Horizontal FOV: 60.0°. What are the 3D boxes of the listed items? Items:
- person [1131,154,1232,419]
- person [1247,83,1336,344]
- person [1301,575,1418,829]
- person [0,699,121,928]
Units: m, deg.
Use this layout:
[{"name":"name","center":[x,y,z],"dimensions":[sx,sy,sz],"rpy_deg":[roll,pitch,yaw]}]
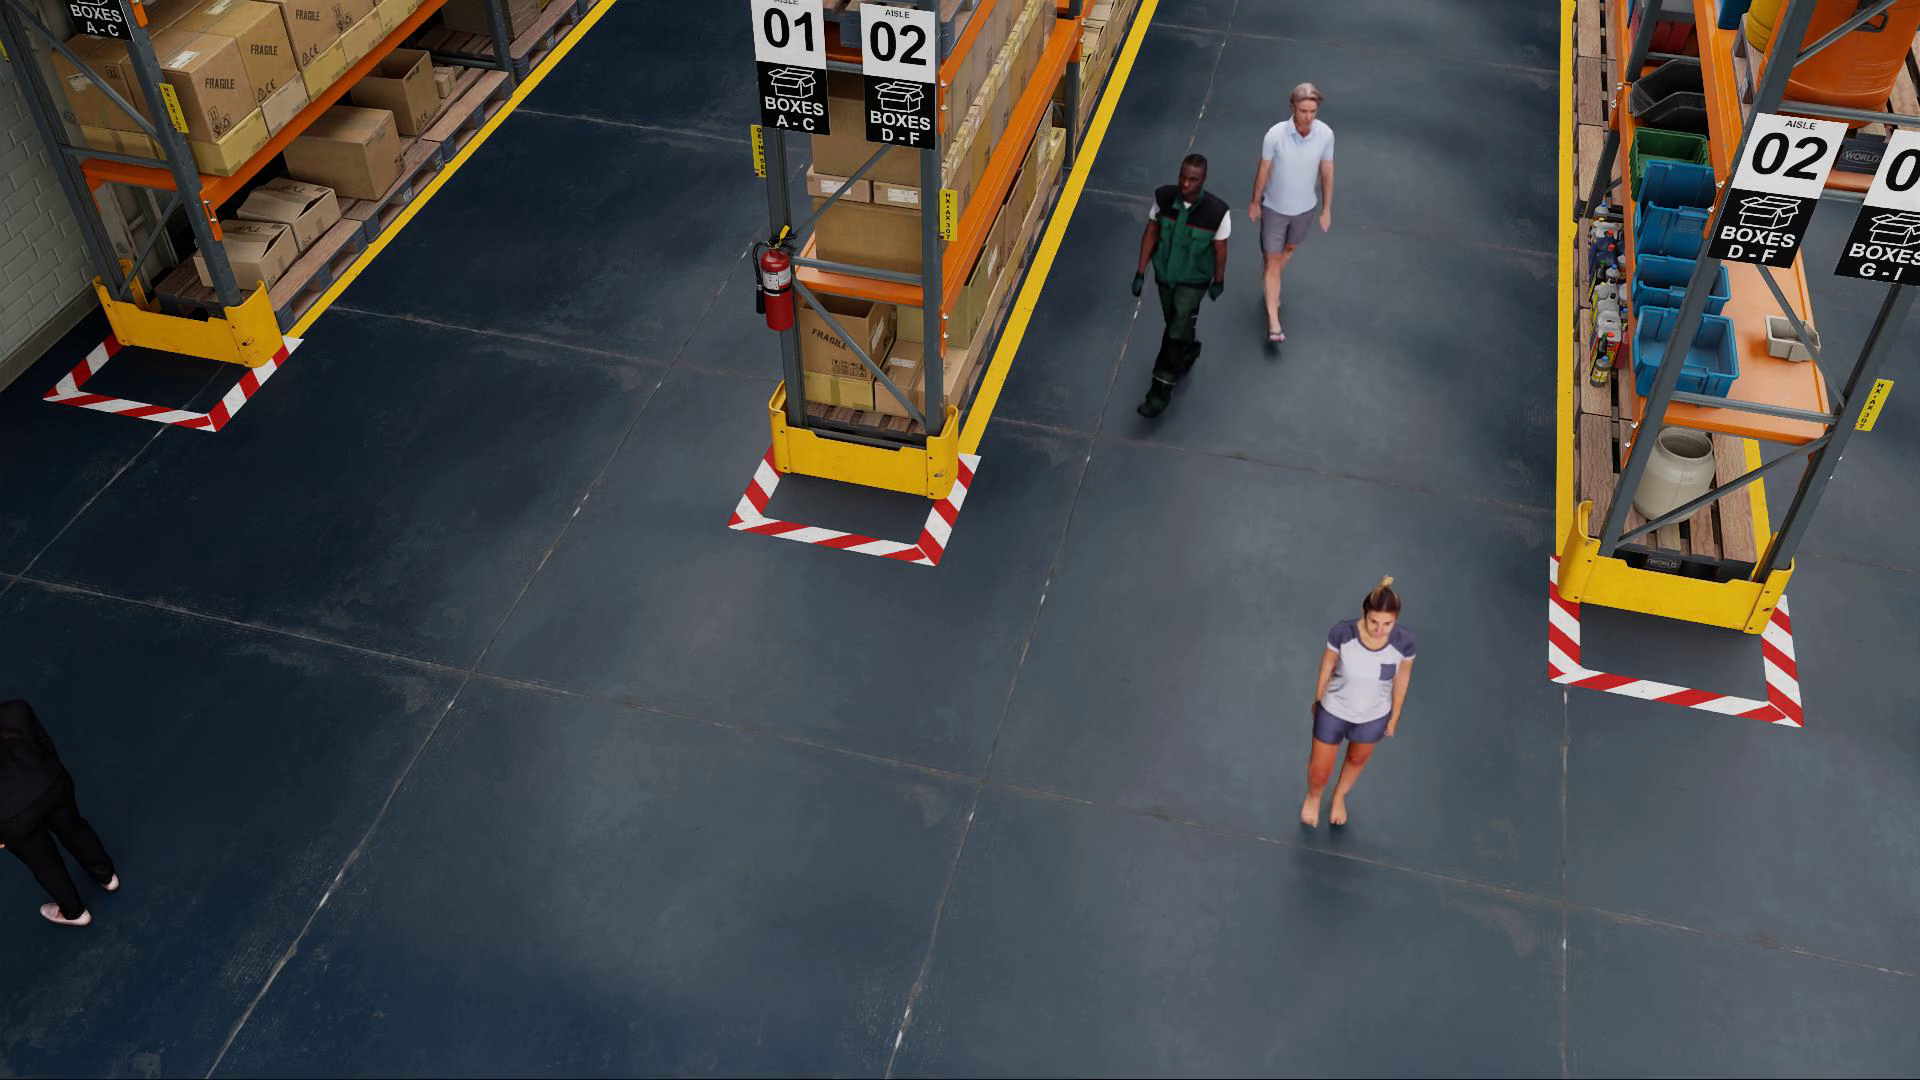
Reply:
[{"name":"person","center":[1.471,-1.730,10.788],"dimensions":[0.950,1.783,1.268],"rpy_deg":[25,48,24]},{"name":"person","center":[2.237,-2.341,11.432],"dimensions":[0.947,1.798,1.185],"rpy_deg":[-5,43,-5]},{"name":"person","center":[1.947,0.778,8.225],"dimensions":[0.610,1.616,0.621],"rpy_deg":[5,43,5]},{"name":"person","center":[-4.355,1.213,7.758],"dimensions":[0.725,1.617,0.582],"rpy_deg":[15,45,15]}]
